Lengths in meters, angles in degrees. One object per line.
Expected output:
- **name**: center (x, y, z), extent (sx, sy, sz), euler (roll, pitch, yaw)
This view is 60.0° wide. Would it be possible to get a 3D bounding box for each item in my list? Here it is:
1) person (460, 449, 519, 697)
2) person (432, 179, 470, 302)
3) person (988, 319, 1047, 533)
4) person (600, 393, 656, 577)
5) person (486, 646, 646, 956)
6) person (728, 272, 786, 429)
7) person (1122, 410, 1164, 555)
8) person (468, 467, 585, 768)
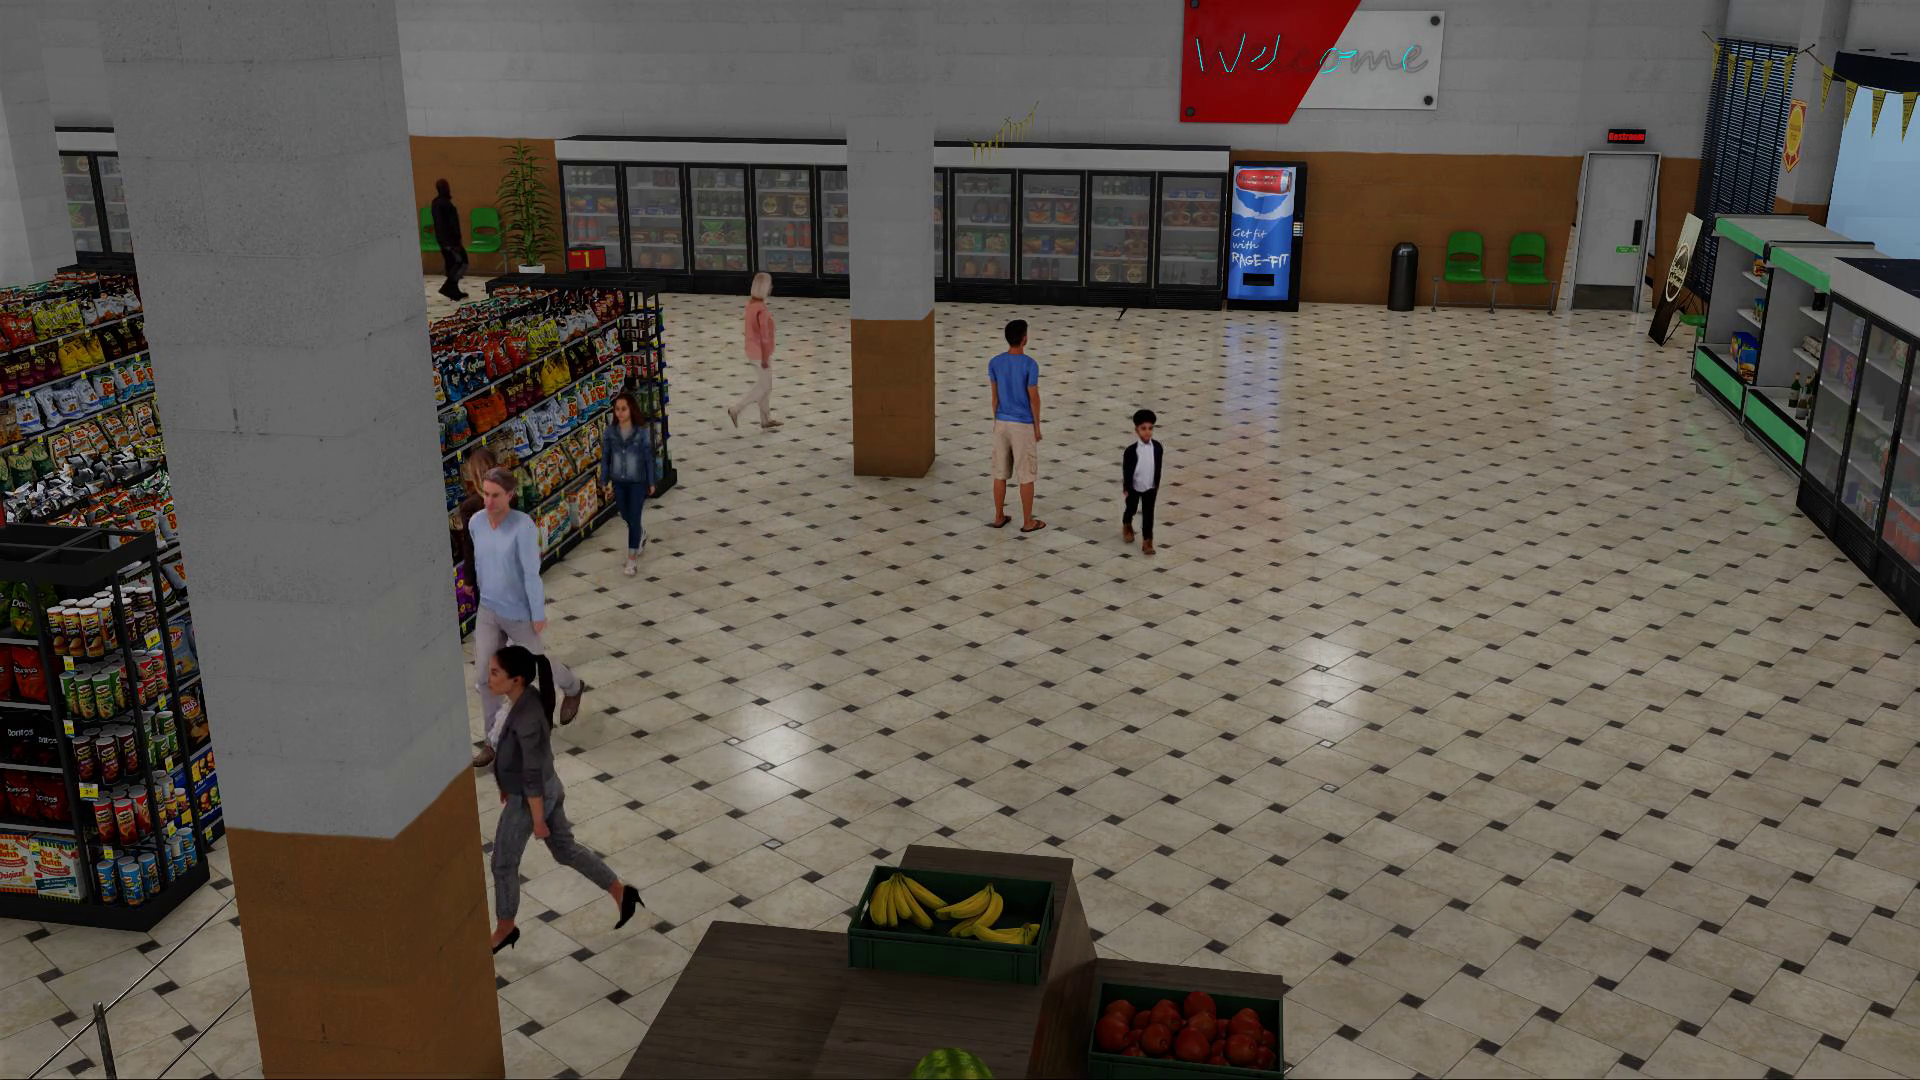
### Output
- **person**: center (-3.131, 0.215, 11.192), extent (0.735, 1.704, 0.588), euler (13, 22, 33)
- **person**: center (-7.738, -4.496, 24.985), extent (1.006, 1.817, 0.946), euler (-17, 25, -41)
- **person**: center (0.483, -1.005, 14.559), extent (0.723, 1.863, 0.685), euler (10, 21, 28)
- **person**: center (-2.698, -0.492, 13.675), extent (0.614, 1.458, 0.985), euler (2, 19, 7)
- **person**: center (-1.993, 1.284, 8.123), extent (0.917, 1.639, 1.109), euler (-2, 19, -7)
- **person**: center (-2.215, -1.968, 17.671), extent (1.012, 1.701, 0.982), euler (-12, 22, -31)
- **person**: center (1.521, -0.516, 14.130), extent (0.682, 1.212, 0.892), euler (-3, 19, -10)
- **person**: center (-2.721, 0.434, 10.301), extent (0.862, 1.858, 1.279), euler (8, 20, 22)
